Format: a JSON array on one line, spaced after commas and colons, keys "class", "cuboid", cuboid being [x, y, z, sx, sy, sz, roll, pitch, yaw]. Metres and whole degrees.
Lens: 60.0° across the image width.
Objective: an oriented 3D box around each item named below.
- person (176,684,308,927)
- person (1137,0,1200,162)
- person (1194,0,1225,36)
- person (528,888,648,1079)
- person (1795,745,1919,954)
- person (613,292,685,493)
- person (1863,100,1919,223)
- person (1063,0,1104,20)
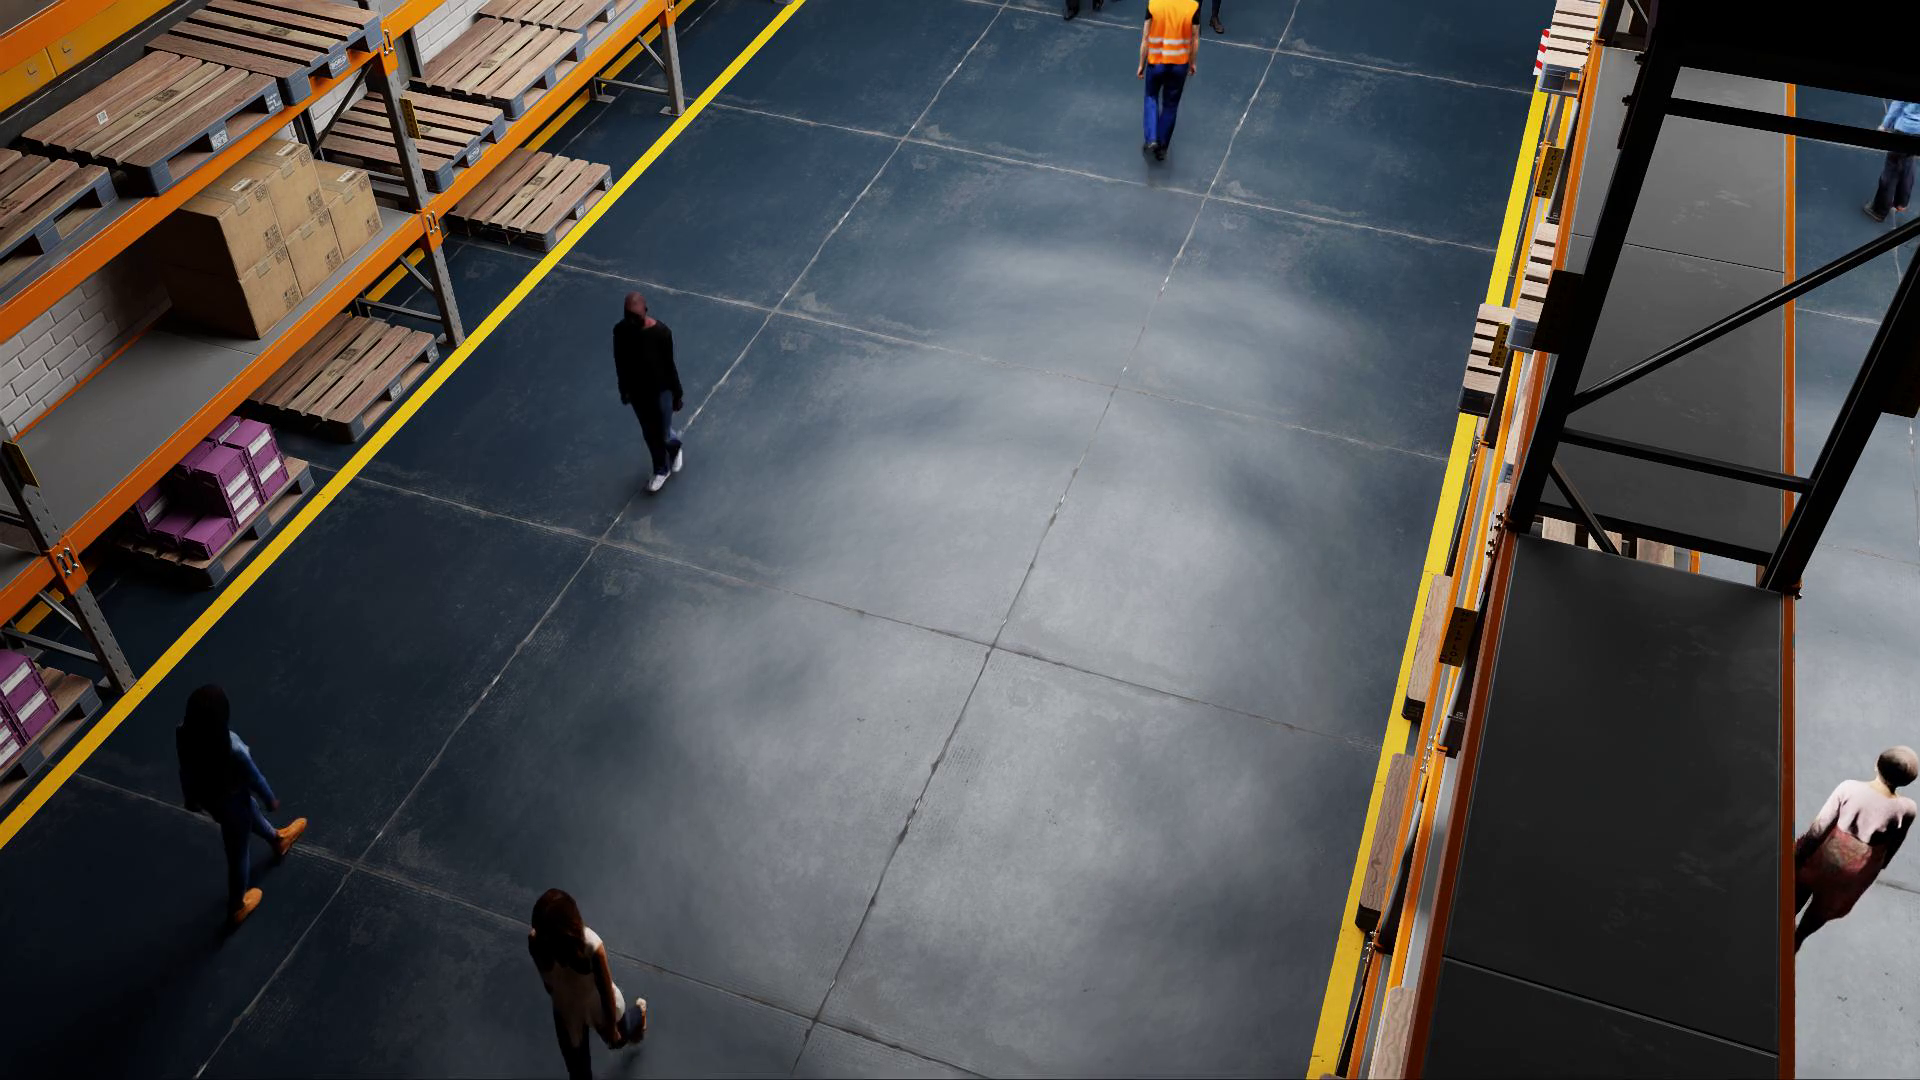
[{"class": "person", "cuboid": [-4.093, 1.529, 9.189, 0.696, 1.677, 0.996, 14, 45, 14]}, {"class": "person", "cuboid": [1.891, -4.308, 15.175, 0.772, 1.872, 0.760, 5, 44, 5]}, {"class": "person", "cuboid": [2.643, -6.095, 17.147, 0.656, 1.739, 0.680, -7, 44, -7]}, {"class": "person", "cuboid": [-1.826, 2.271, 8.351, 0.711, 1.758, 1.104, 7, 44, 7]}, {"class": "person", "cuboid": [4.751, 1.750, 8.955, 0.679, 1.680, 0.713, 25, 49, 24]}, {"class": "person", "cuboid": [-2.184, -1.126, 11.935, 0.641, 1.734, 0.686, 11, 45, 11]}, {"class": "person", "cuboid": [8.354, -3.569, 14.448, 0.787, 1.804, 0.807, -8, 44, -8]}, {"class": "person", "cuboid": [1.346, -6.376, 17.358, 0.870, 1.854, 0.893, 26, 49, 24]}]
